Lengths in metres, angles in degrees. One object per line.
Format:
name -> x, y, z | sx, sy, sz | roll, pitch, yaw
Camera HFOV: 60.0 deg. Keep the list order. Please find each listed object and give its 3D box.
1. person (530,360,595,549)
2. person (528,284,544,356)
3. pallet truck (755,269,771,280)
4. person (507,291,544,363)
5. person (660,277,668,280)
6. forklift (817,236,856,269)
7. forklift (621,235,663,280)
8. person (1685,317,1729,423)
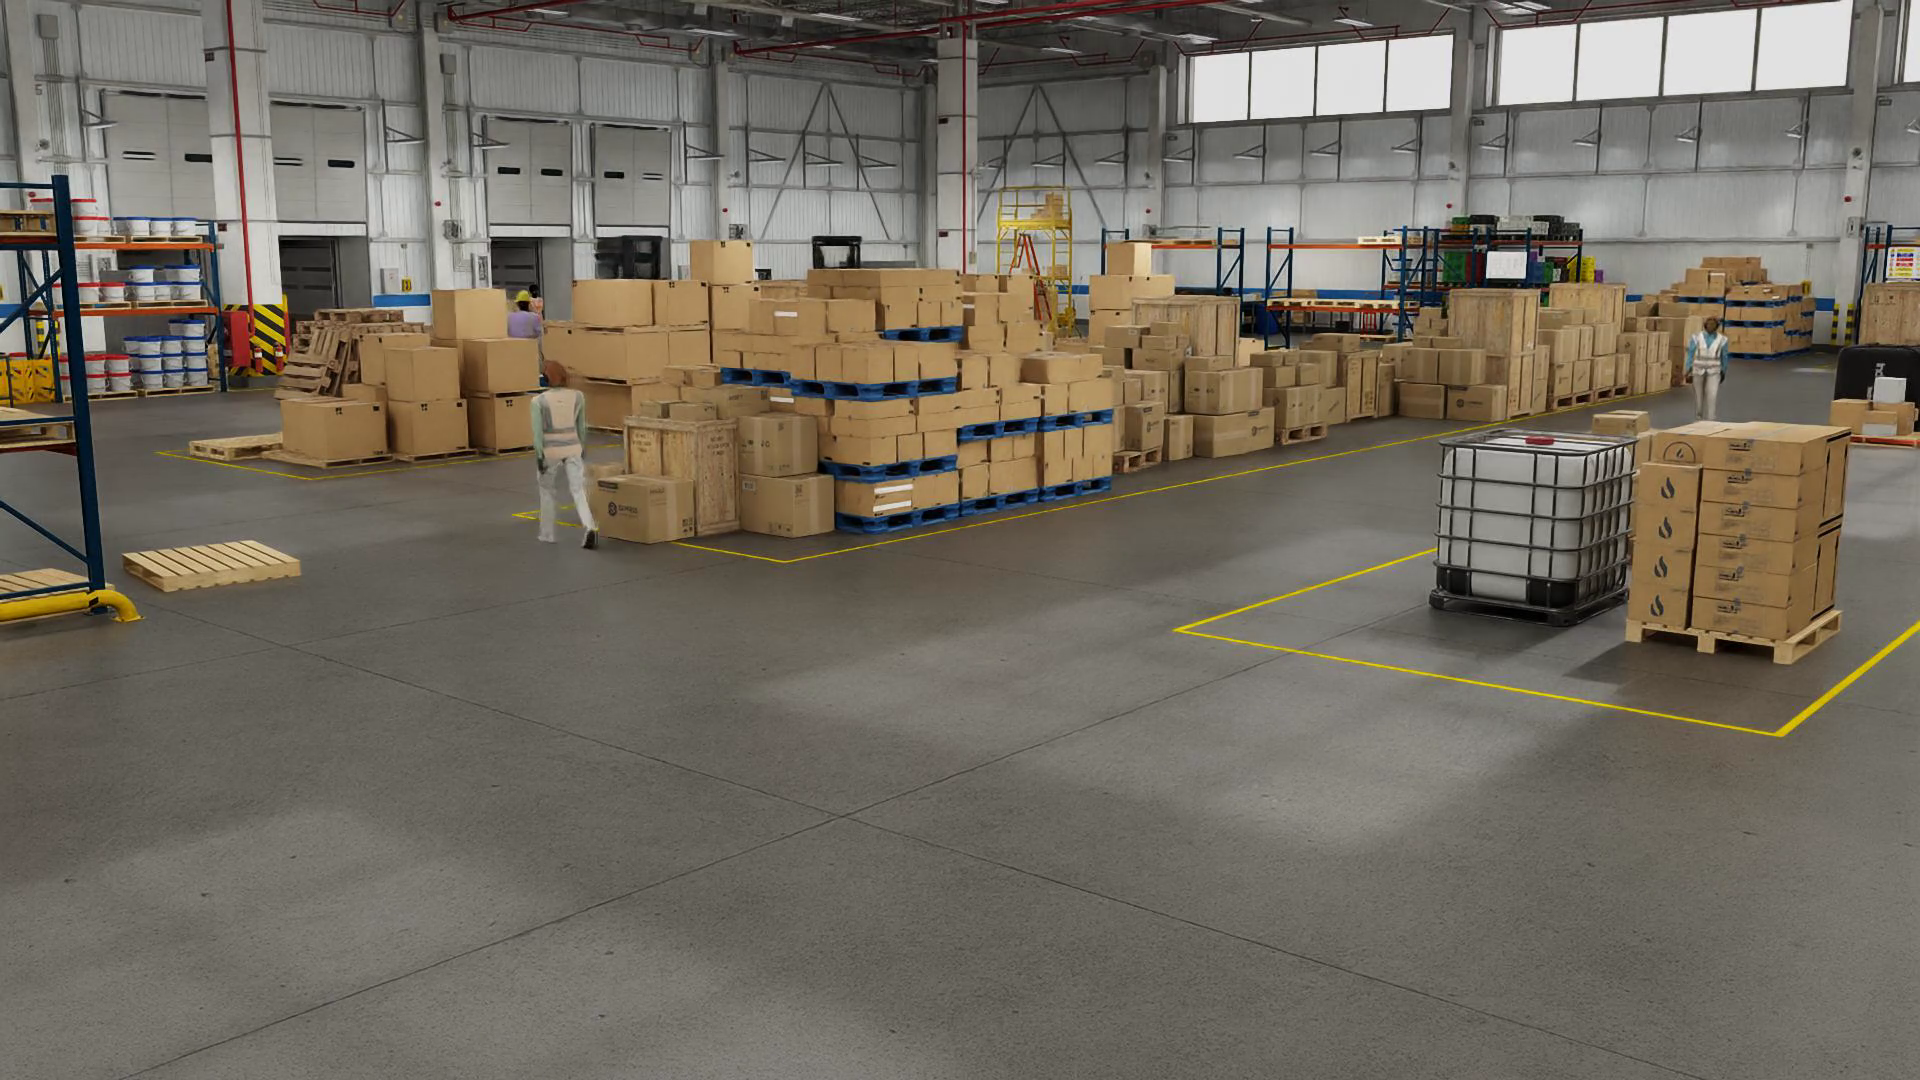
person -> -3.383, -0.730, 14.170 | 0.513, 1.606, 0.774 | -7, 12, -34
person -> -9.991, -5.149, 39.073 | 0.321, 1.697, 0.529 | 9, 14, 42
pallet truck -> -4.996, -6.432, 45.525 | 1.885, 1.965, 0.823 | -6, 12, -32
person -> -6.833, -2.958, 26.074 | 0.600, 1.888, 0.972 | 3, 10, 14
person -> -6.369, -4.706, 35.905 | 0.639, 1.928, 0.374 | -5, 11, -25
forklift -> -2.848, -5.612, 38.344 | 1.129, 2.768, 1.873 | -1, 10, -6
forklift -> -7.072, -5.416, 37.229 | 1.873, 2.768, 1.129 | 8, 13, 40
person -> 10.528, -2.352, 23.458 | 0.524, 1.593, 0.875 | 5, 11, 28
